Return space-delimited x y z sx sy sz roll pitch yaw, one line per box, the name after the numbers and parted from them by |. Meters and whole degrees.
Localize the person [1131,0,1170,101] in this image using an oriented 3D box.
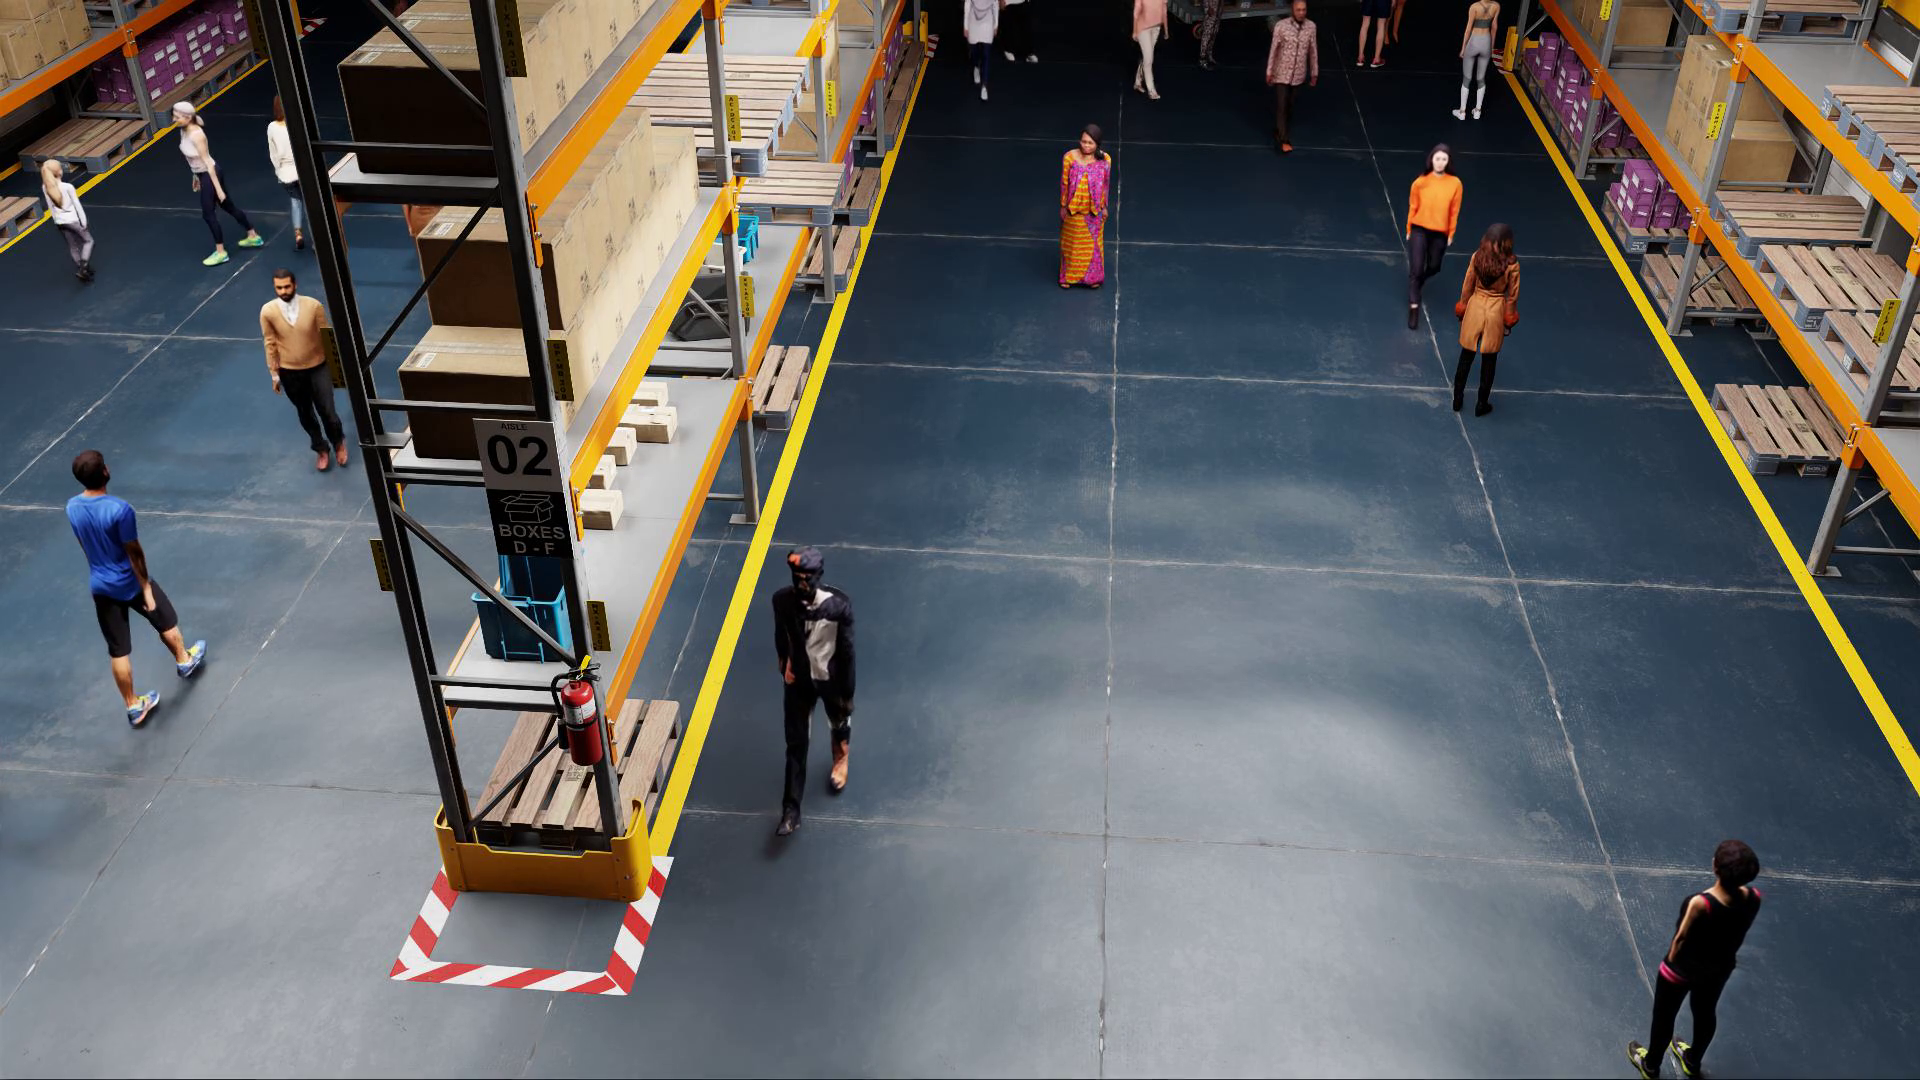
2.350 -6.502 21.101 0.914 1.703 1.044 -17 37 -24 | person

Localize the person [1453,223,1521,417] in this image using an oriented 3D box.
4.461 -1.878 14.128 0.782 1.722 0.762 19 38 26 | person

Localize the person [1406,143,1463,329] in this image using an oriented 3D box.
4.415 -2.903 15.661 0.676 1.733 1.010 6 34 8 | person

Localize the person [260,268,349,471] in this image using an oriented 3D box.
-5.279 -1.400 13.390 0.738 1.743 0.727 -7 34 -11 | person

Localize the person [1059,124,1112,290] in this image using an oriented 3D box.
1.223 -3.284 16.273 0.661 1.689 0.670 0 34 0 | person

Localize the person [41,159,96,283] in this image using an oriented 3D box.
-8.814 -3.111 16.391 0.511 1.270 0.642 0 34 1 | person

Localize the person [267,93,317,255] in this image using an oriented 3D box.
-6.737 -3.670 16.871 0.625 1.670 0.638 1 34 1 | person

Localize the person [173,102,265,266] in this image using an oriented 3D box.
-7.530 -3.645 16.830 0.979 1.672 0.941 -19 38 -26 | person

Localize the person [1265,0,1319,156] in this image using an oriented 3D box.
3.844 -5.467 19.488 0.922 1.765 1.221 -6 34 -8 | person

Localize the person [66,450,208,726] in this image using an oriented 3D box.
-5.414 0.363 10.668 0.613 1.820 1.025 3 34 5 | person

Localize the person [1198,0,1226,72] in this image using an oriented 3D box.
3.365 -7.110 22.007 0.730 1.714 0.634 20 38 27 | person

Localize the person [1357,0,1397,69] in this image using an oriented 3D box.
5.540 -7.235 22.070 0.725 1.851 0.690 16 37 23 | person

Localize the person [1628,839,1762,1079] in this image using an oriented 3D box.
3.692 2.105 8.291 0.594 1.550 0.593 -7 34 -11 | person

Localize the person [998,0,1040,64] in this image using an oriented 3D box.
0.712 -7.270 22.290 0.899 1.667 1.024 -13 36 -19 | person

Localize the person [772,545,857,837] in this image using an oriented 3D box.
-0.816 0.793 9.995 0.731 1.848 1.140 5 34 8 | person

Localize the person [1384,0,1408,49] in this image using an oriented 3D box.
6.044 -7.688 22.767 0.669 1.835 0.699 -18 38 -25 | person

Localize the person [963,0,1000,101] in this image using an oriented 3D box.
0.252 -6.561 21.147 0.651 1.750 1.071 1 34 1 | person

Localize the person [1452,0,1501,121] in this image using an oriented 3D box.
6.344 -6.017 20.371 0.602 1.704 0.560 -2 34 -4 | person
